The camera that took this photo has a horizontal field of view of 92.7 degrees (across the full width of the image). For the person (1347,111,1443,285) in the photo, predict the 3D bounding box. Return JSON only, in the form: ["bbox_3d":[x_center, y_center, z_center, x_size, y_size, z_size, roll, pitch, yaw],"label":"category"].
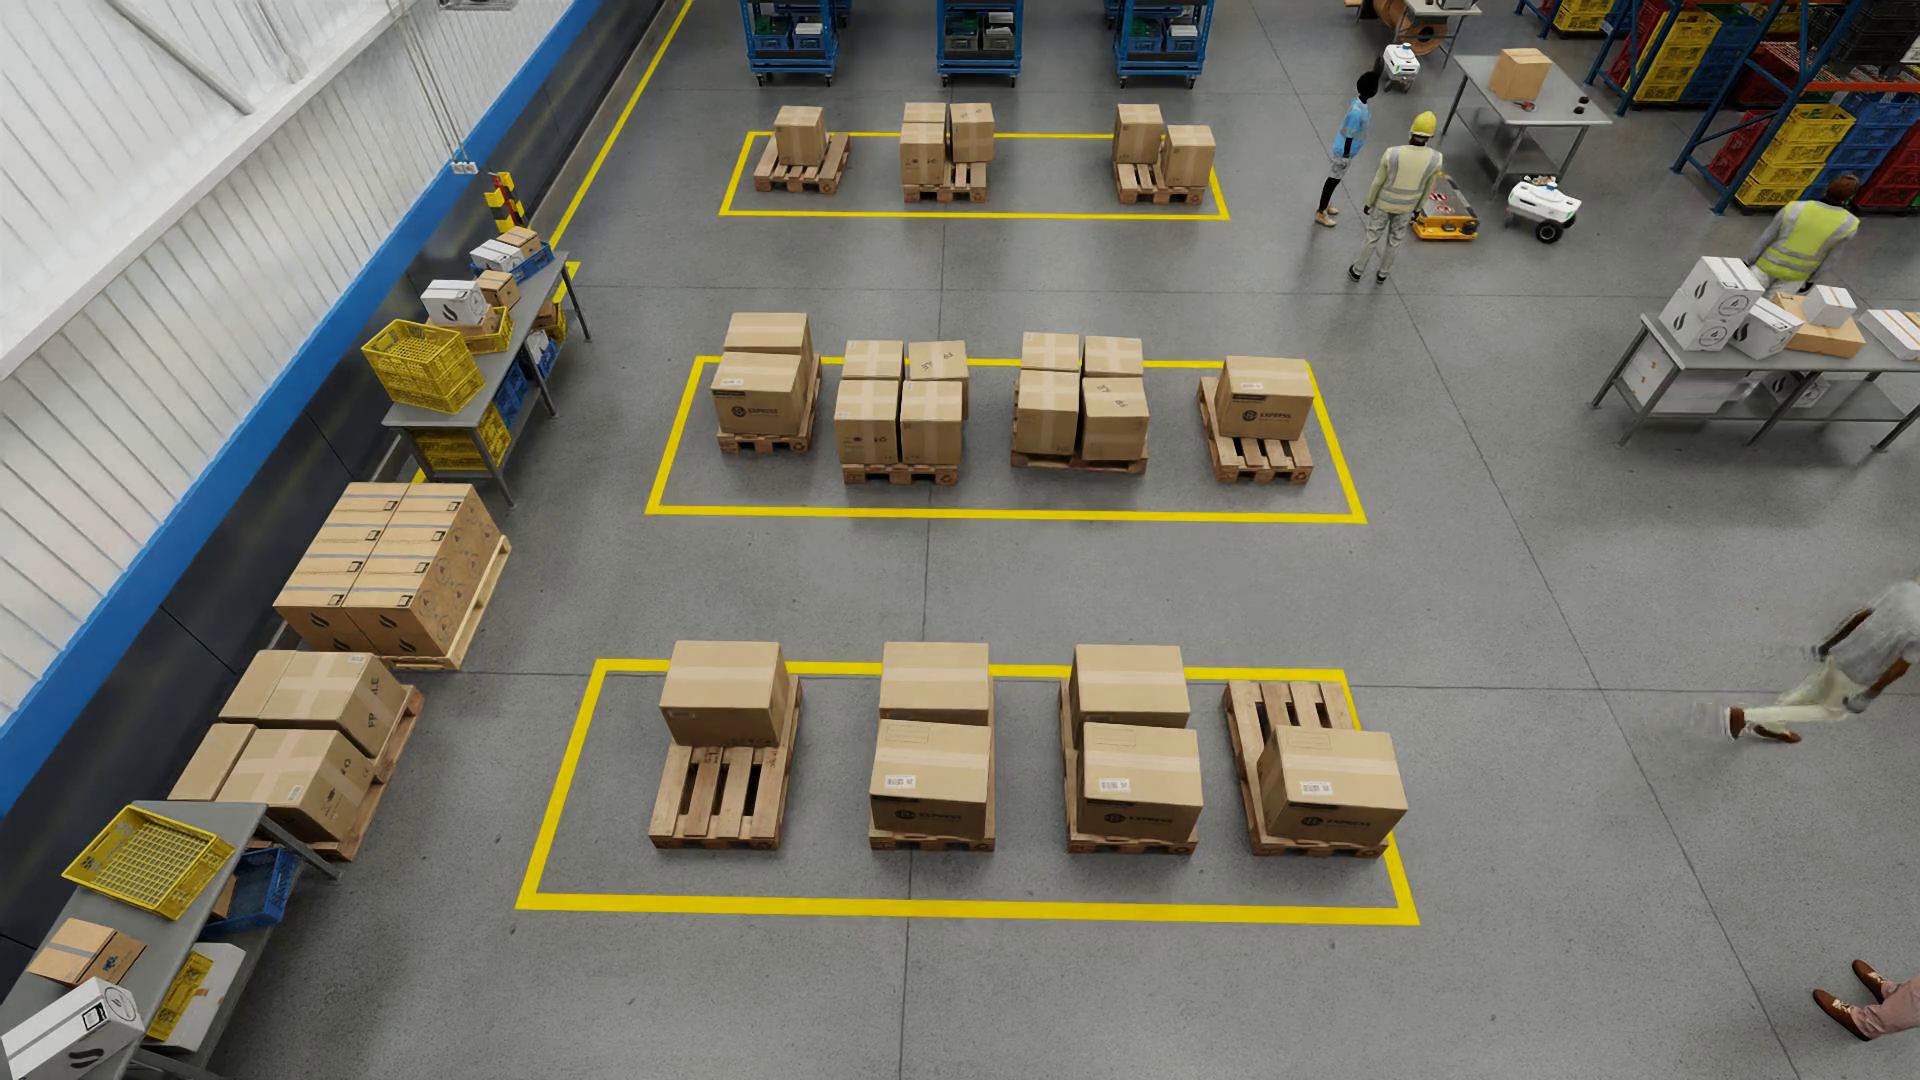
[{"bbox_3d":[4.530,-3.520,9.536,0.590,1.833,0.403,9,50,8],"label":"person"}]

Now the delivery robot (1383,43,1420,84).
[{"bbox_3d":[6.382,-6.917,13.256,0.477,0.478,0.707,2,49,2],"label":"delivery robot"}]

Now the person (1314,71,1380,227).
[{"bbox_3d":[4.400,-4.438,10.417,0.317,1.700,0.538,17,51,15],"label":"person"}]

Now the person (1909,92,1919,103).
[{"bbox_3d":[13.872,-6.958,12.478,0.584,1.883,0.345,-19,52,-16],"label":"person"}]

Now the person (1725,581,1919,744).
[{"bbox_3d":[5.597,0.791,5.789,0.553,1.855,0.549,11,50,10],"label":"person"}]

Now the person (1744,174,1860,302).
[{"bbox_3d":[7.816,-2.581,8.717,0.620,1.845,0.429,33,57,25],"label":"person"}]

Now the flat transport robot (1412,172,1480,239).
[{"bbox_3d":[5.692,-4.094,11.059,0.652,0.197,1.431,1,49,1],"label":"flat transport robot"}]

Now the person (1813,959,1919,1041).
[{"bbox_3d":[5.227,2.094,4.629,0.638,1.908,0.409,-18,52,-15],"label":"person"}]

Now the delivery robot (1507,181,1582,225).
[{"bbox_3d":[6.778,-3.917,10.659,0.707,0.478,0.477,36,58,27],"label":"delivery robot"}]

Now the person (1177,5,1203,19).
[{"bbox_3d":[3.793,-9.149,14.536,0.312,1.636,0.520,-28,55,-22],"label":"person"}]
